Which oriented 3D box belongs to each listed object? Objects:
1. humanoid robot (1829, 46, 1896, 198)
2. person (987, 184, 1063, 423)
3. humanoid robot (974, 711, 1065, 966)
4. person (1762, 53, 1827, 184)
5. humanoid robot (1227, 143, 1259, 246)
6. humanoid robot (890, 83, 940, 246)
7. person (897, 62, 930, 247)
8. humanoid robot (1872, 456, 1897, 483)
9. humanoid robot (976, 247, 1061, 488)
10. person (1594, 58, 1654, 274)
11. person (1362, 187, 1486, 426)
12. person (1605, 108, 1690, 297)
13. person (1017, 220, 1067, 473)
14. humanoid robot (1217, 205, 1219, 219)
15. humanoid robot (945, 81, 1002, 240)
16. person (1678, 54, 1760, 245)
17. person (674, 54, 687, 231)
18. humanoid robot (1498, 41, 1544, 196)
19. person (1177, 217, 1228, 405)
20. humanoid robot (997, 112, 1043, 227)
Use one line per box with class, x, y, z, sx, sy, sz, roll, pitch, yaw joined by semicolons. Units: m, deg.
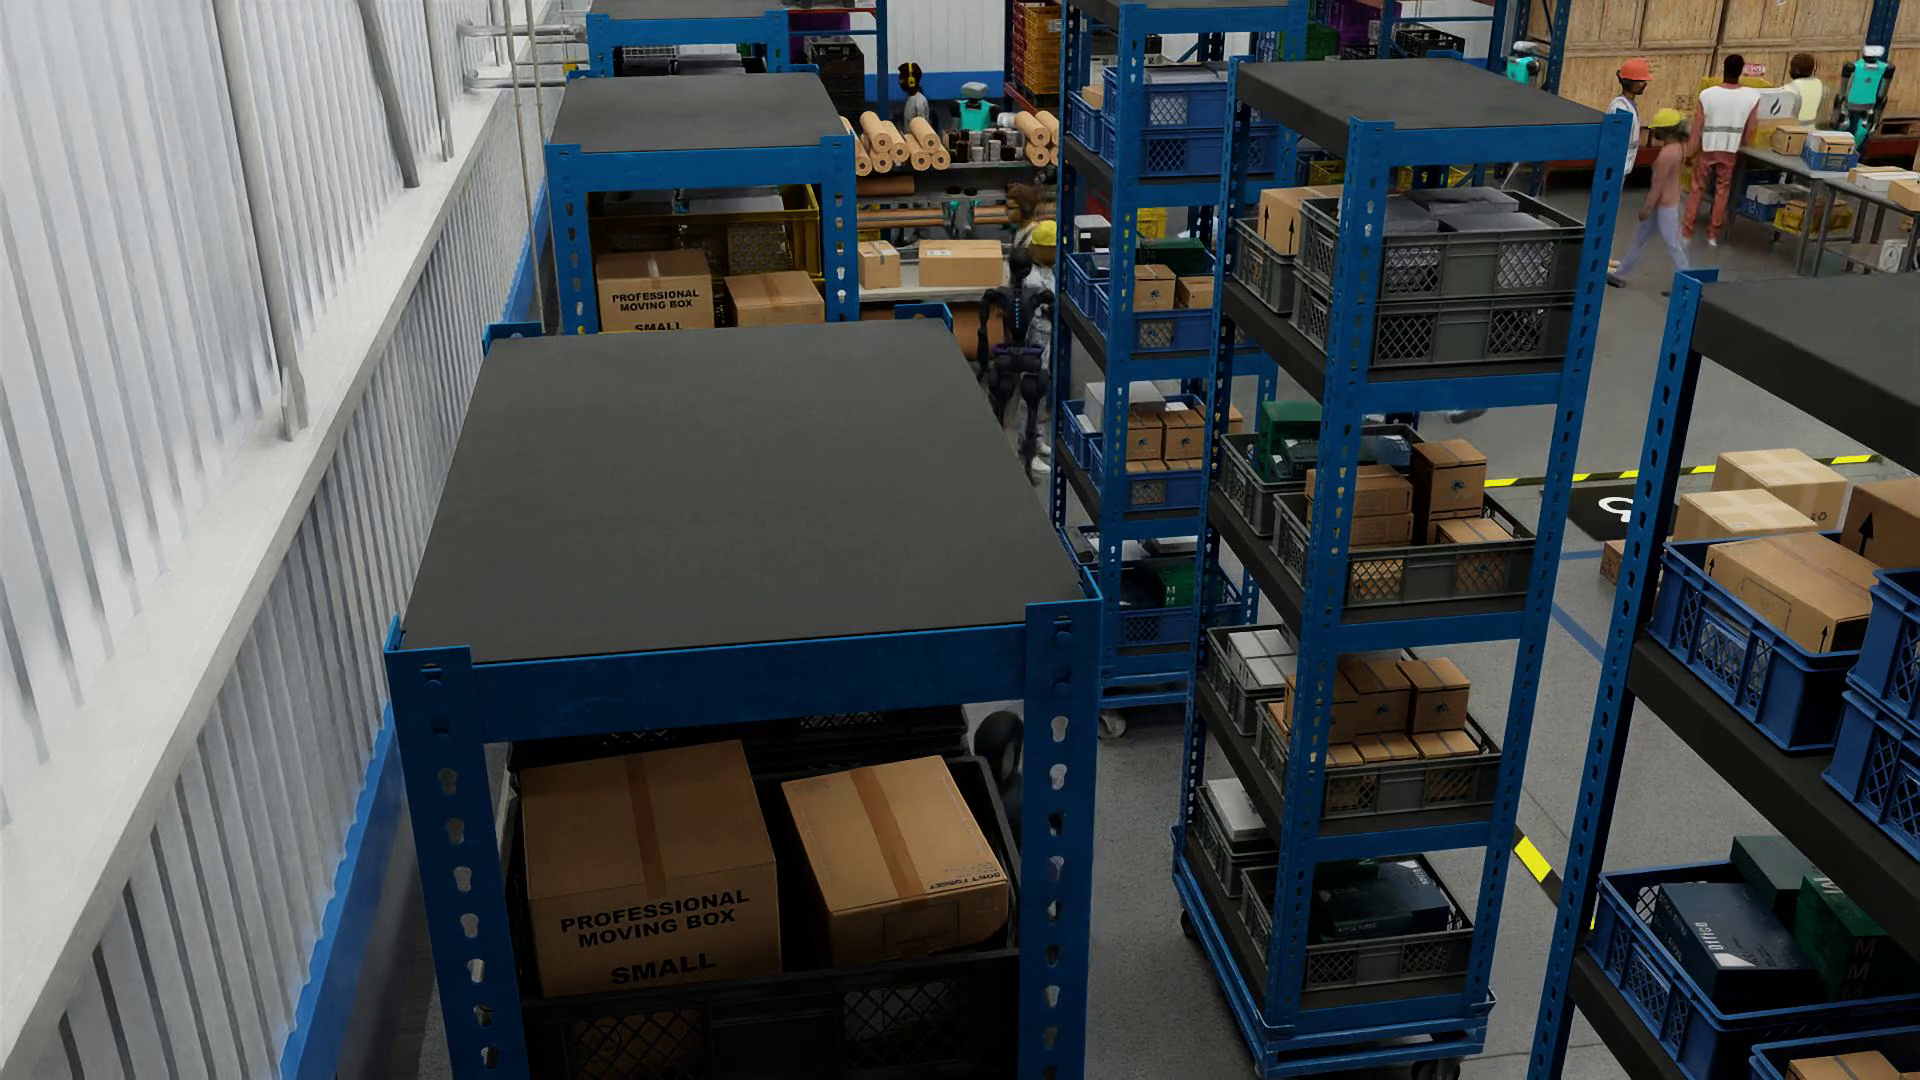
humanoid robot;10.161;-4.787;18.981;0.530;1.753;1.008;6;25;14
person;0.384;-1.688;12.121;0.880;1.809;0.506;1;25;1
humanoid robot;0.161;1.304;5.775;0.585;1.640;0.378;8;26;18
person;8.795;-4.212;17.601;0.625;1.826;0.600;-10;27;-21
humanoid robot;2.558;-2.722;14.561;0.614;1.633;0.548;5;25;11
humanoid robot;-0.456;-3.833;16.945;0.616;1.646;0.331;-11;27;-22
person;-0.462;-3.865;16.792;0.310;1.864;0.528;-5;25;-11
humanoid robot;6.411;-1.038;10.862;0.841;1.823;0.533;-14;28;-27
humanoid robot;0.382;-1.136;11.074;0.588;1.651;0.324;2;25;5
person;6.312;-3.570;15.938;0.367;2.044;0.607;11;27;22
person;3.438;-1.658;12.094;1.010;1.770;0.599;-4;25;-8
person;6.438;-3.100;15.297;0.909;1.711;0.529;11;27;22
person;0.582;-1.340;11.444;0.313;1.743;0.486;8;26;16
humanoid robot;2.747;-4.072;17.480;0.589;1.638;0.540;1;25;3
humanoid robot;0.056;-3.450;16.125;0.546;1.870;0.671;9;26;20
person;7.722;-3.962;16.948;0.607;1.915;0.431;7;26;14
person;-2.872;-4.114;17.327;0.512;1.871;0.324;9;26;18
humanoid robot;6.505;-4.779;18.969;0.801;1.802;0.533;-13;28;-25
person;1.618;-1.274;11.174;0.384;1.850;0.597;-5;25;-10
humanoid robot;0.687;-3.029;15.112;0.886;1.764;0.591;-17;30;-33
